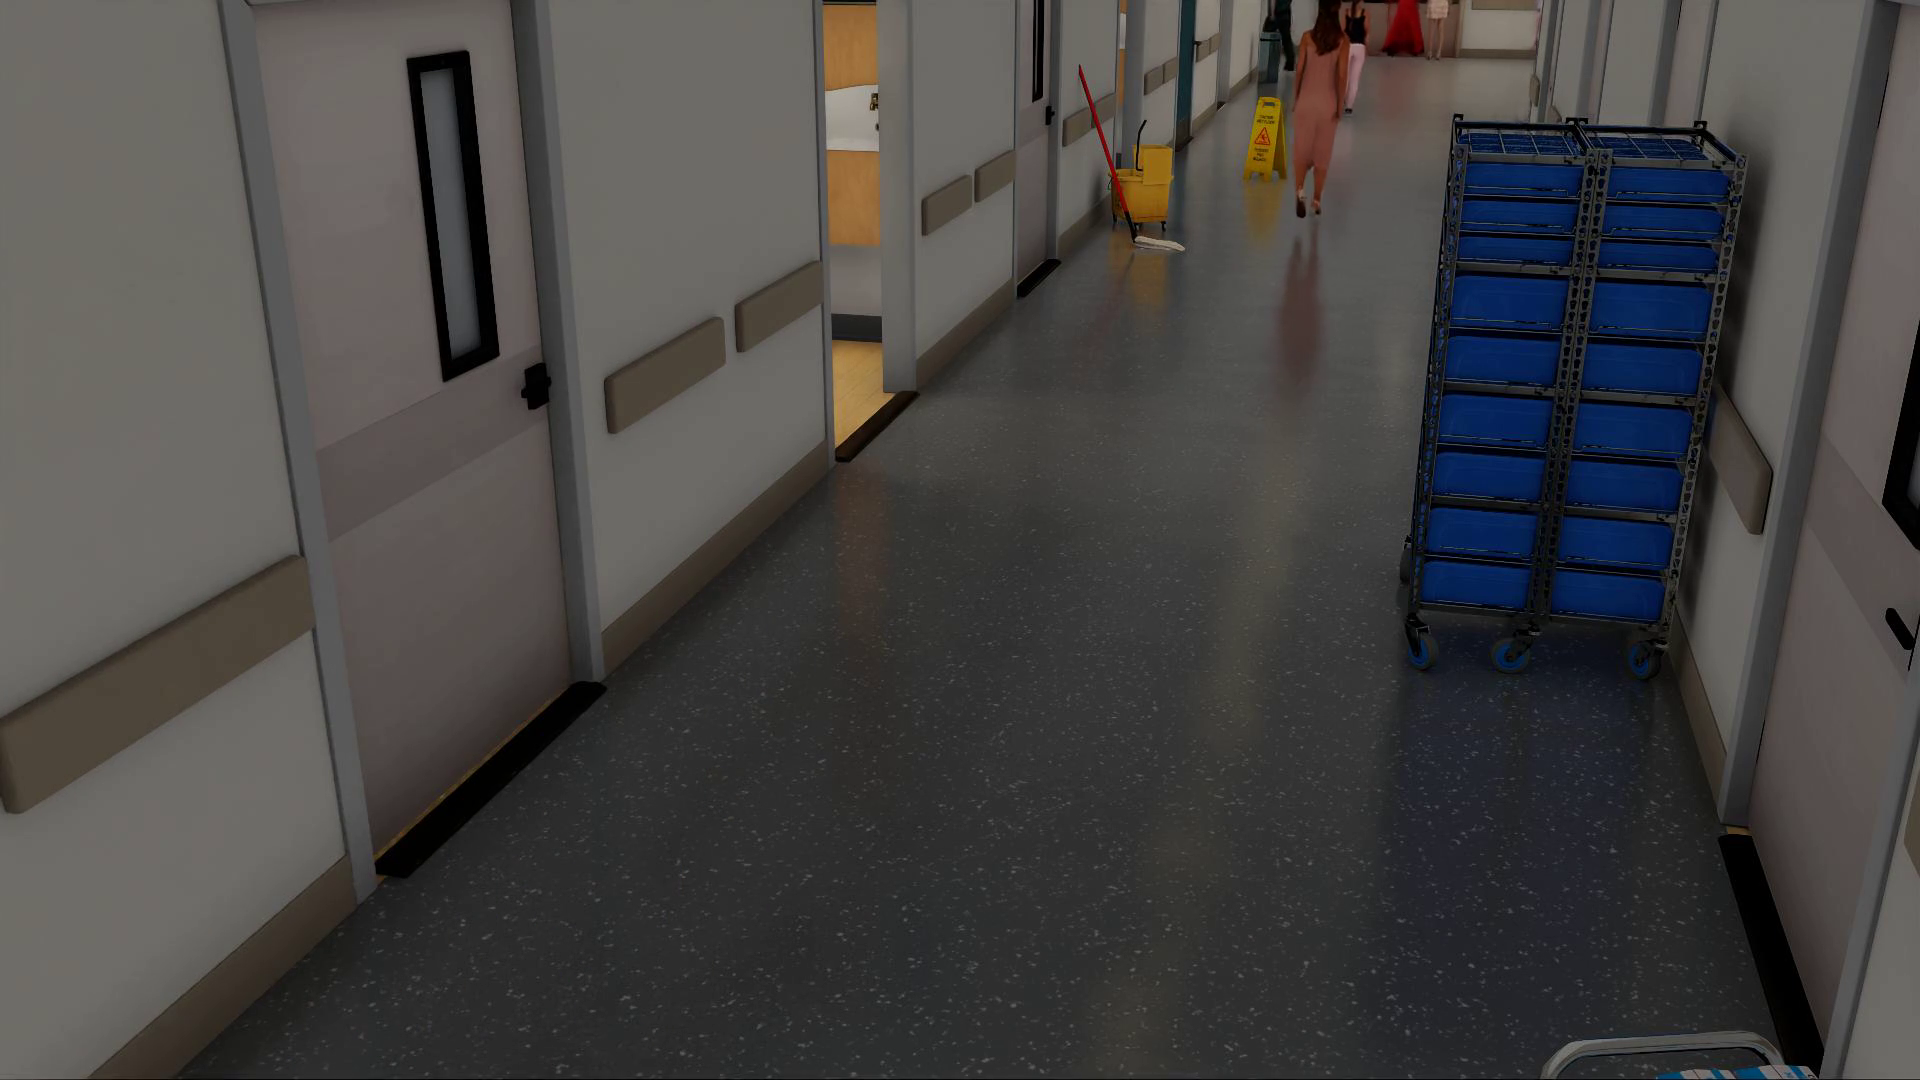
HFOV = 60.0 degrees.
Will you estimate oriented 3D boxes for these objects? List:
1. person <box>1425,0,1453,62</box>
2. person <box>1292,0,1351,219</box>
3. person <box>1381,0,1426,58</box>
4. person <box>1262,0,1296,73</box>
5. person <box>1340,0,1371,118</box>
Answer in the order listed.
[{"bbox_3d":[8.100,-9.027,28.197,0.608,1.738,0.559,2,21,5],"label":"person"},{"bbox_3d":[2.850,-3.448,13.370,0.596,1.807,1.053,6,22,16],"label":"person"},{"bbox_3d":[7.541,-9.014,28.172,1.296,1.731,1.101,-18,27,-39],"label":"person"},{"bbox_3d":[5.021,-8.186,25.922,1.168,1.777,1.186,-12,24,-29],"label":"person"},{"bbox_3d":[4.831,-5.996,20.460,0.507,1.549,0.547,5,21,14],"label":"person"}]
